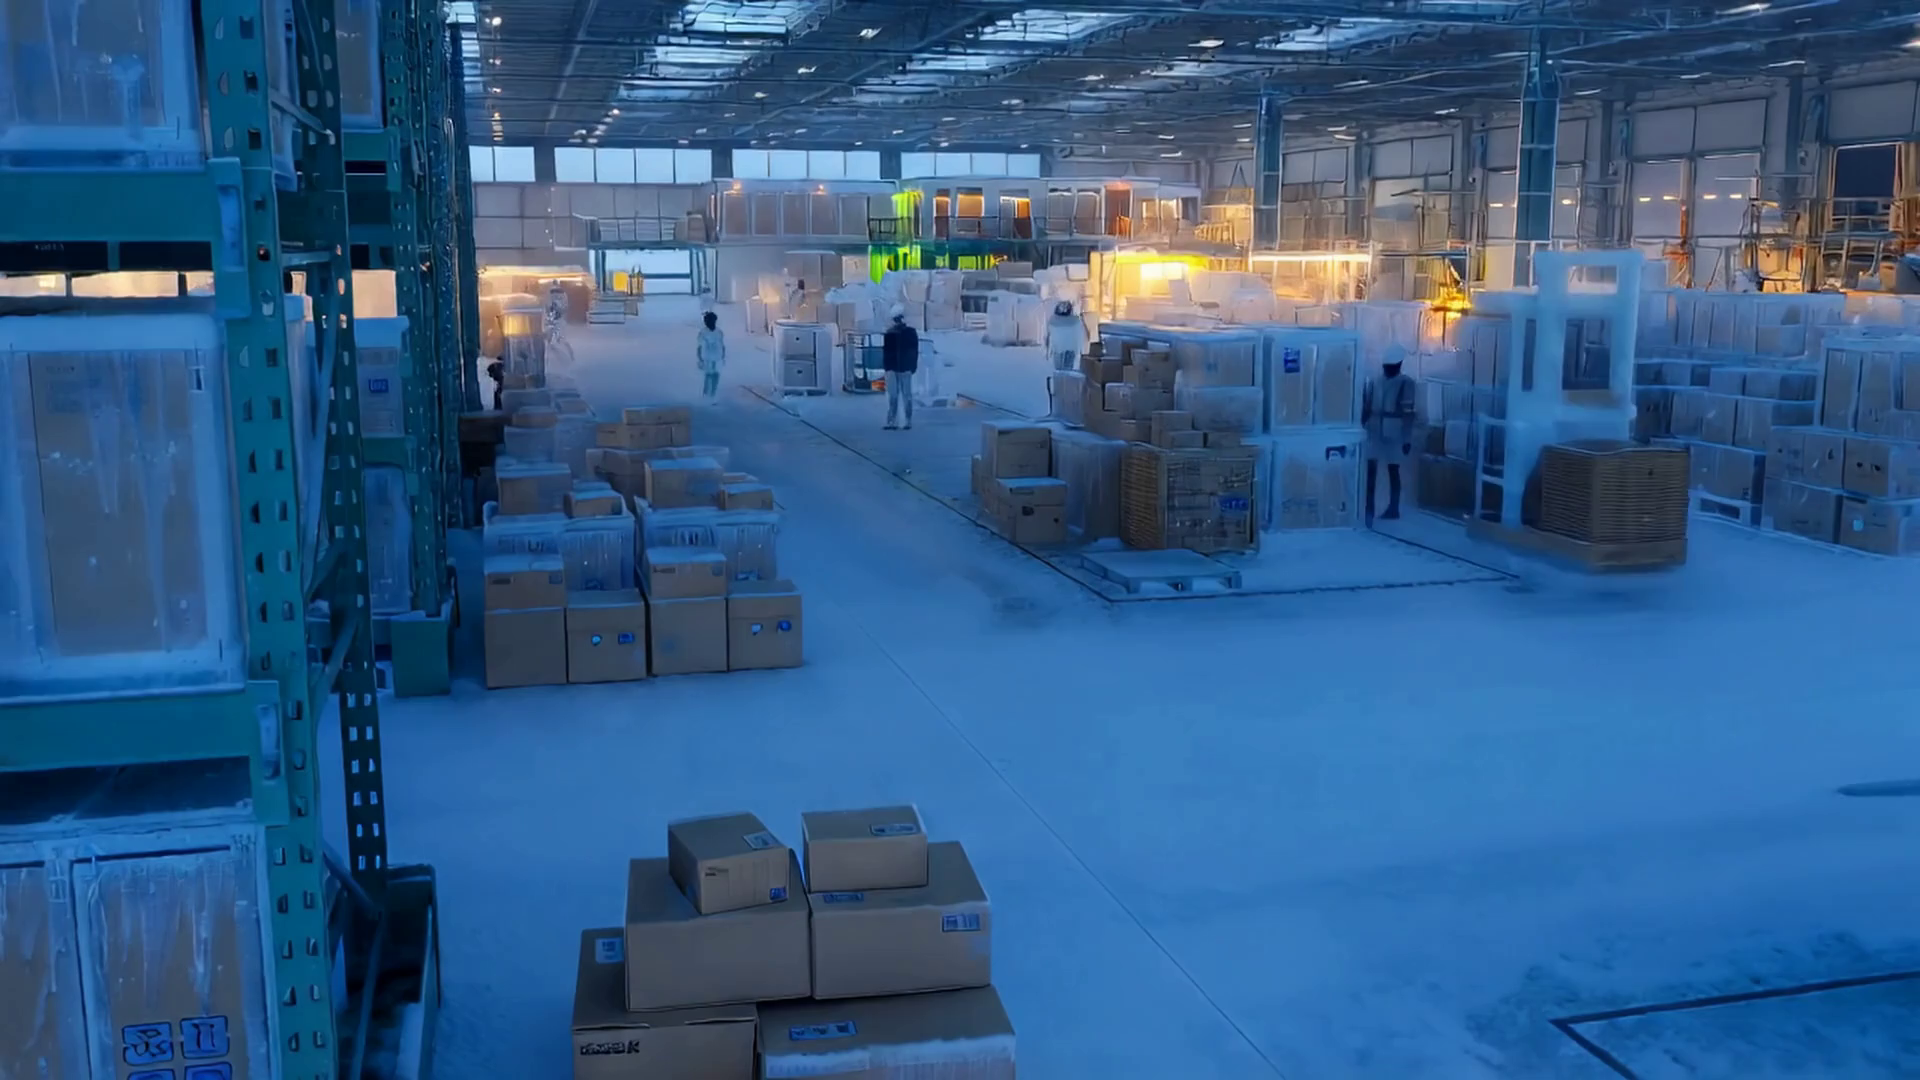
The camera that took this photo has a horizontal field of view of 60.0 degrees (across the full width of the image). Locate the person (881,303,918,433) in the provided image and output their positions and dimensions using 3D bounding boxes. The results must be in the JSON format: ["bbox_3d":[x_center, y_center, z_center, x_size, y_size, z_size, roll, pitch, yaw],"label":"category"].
[{"bbox_3d":[-0.941,-2.651,25.689,0.610,1.996,0.386,6,12,30],"label":"person"}]

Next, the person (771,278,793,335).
[{"bbox_3d":[-5.532,-7.379,52.784,1.013,1.893,0.557,1,10,5],"label":"person"}]

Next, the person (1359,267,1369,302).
[{"bbox_3d":[18.050,-11.171,74.060,0.605,1.951,0.383,5,11,28],"label":"person"}]

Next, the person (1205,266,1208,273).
[{"bbox_3d":[11.842,-12.297,80.474,0.355,1.938,0.545,-1,10,-4],"label":"person"}]

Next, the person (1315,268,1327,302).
[{"bbox_3d":[17.210,-12.066,79.454,0.430,1.840,0.619,-10,14,-44],"label":"person"}]

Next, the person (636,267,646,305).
[{"bbox_3d":[-15.742,-12.498,81.873,0.516,1.843,0.326,7,12,35],"label":"person"}]

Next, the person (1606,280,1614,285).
[{"bbox_3d":[18.675,-6.523,47.850,0.597,1.907,0.638,8,13,39],"label":"person"}]

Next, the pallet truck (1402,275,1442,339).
[{"bbox_3d":[14.620,-7.324,52.145,0.823,1.965,1.885,8,13,40],"label":"pallet truck"}]

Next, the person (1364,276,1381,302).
[{"bbox_3d":[15.068,-8.751,60.774,0.627,1.807,0.869,1,10,4],"label":"person"}]

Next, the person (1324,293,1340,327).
[{"bbox_3d":[7.664,-4.161,34.465,0.632,1.913,0.765,-3,10,-15],"label":"person"}]

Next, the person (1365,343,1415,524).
[{"bbox_3d":[4.402,-1.089,17.156,0.567,1.880,0.876,9,13,41],"label":"person"}]

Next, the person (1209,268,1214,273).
[{"bbox_3d":[12.498,-12.592,82.326,0.616,1.868,0.521,0,10,-1],"label":"person"}]

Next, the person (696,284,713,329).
[{"bbox_3d":[-7.853,-7.006,51.148,0.538,1.718,0.925,-1,10,-6],"label":"person"}]

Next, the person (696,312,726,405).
[{"bbox_3d":[-4.478,-3.268,30.041,0.553,1.682,0.370,-6,12,-31],"label":"person"}]

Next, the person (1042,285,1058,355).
[{"bbox_3d":[2.405,-5.815,44.003,0.340,1.860,0.504,-9,13,-41],"label":"person"}]

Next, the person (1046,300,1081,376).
[{"bbox_3d":[1.894,-3.461,30.539,0.638,1.910,0.896,1,10,5],"label":"person"}]

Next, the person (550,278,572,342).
[{"bbox_3d":[-11.974,-6.885,49.920,0.576,1.902,0.866,2,10,14],"label":"person"}]

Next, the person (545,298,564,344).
[{"bbox_3d":[-9.846,-5.056,40.355,0.536,1.624,0.366,5,11,26],"label":"person"}]

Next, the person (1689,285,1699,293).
[{"bbox_3d":[18.942,-5.665,43.073,0.637,1.900,0.997,7,12,33],"label":"person"}]

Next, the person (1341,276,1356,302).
[{"bbox_3d":[14.207,-8.787,60.862,0.551,1.842,0.728,2,10,11],"label":"person"}]

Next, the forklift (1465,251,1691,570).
[{"bbox_3d":[5.704,-1.244,15.217,1.129,2.768,1.873,-3,10,-15],"label":"forklift"}]

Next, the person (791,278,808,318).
[{"bbox_3d":[-4.834,-6.877,49.811,0.889,1.936,0.610,9,14,43],"label":"person"}]

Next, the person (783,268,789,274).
[{"bbox_3d":[-8.183,-11.732,77.464,0.711,1.876,0.369,2,10,11],"label":"person"}]

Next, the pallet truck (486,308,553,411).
[{"bbox_3d":[-6.242,-2.418,24.362,0.823,1.965,1.885,1,10,3],"label":"pallet truck"}]

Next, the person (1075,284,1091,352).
[{"bbox_3d":[3.350,-5.863,44.242,0.817,1.855,0.671,-1,10,-6],"label":"person"}]
